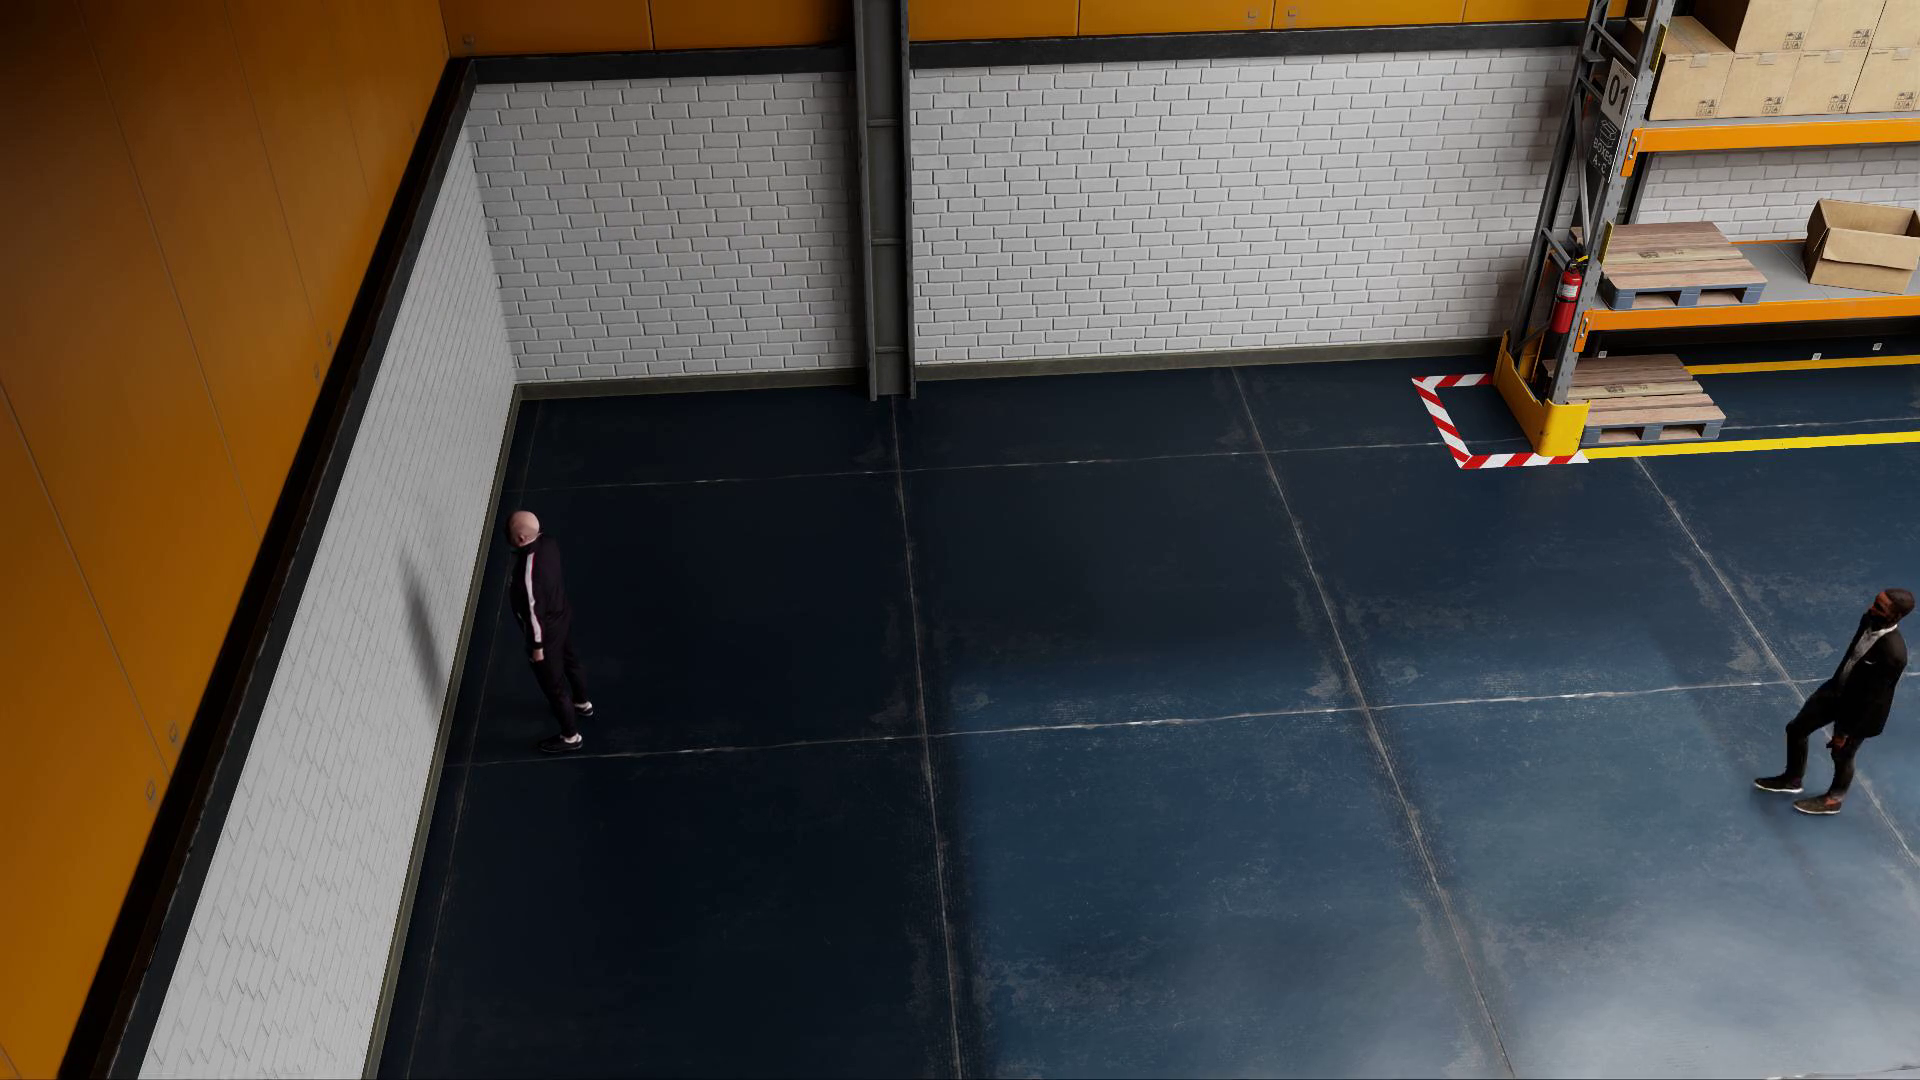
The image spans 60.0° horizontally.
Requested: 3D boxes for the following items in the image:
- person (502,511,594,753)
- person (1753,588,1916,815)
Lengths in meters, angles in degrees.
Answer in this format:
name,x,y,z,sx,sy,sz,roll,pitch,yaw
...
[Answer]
name,x,y,z,sx,sy,sz,roll,pitch,yaw
person,-2.602,0.557,10.554,0.586,1.834,0.672,0,39,0
person,5.461,1.012,10.023,0.737,1.785,0.689,0,39,0
